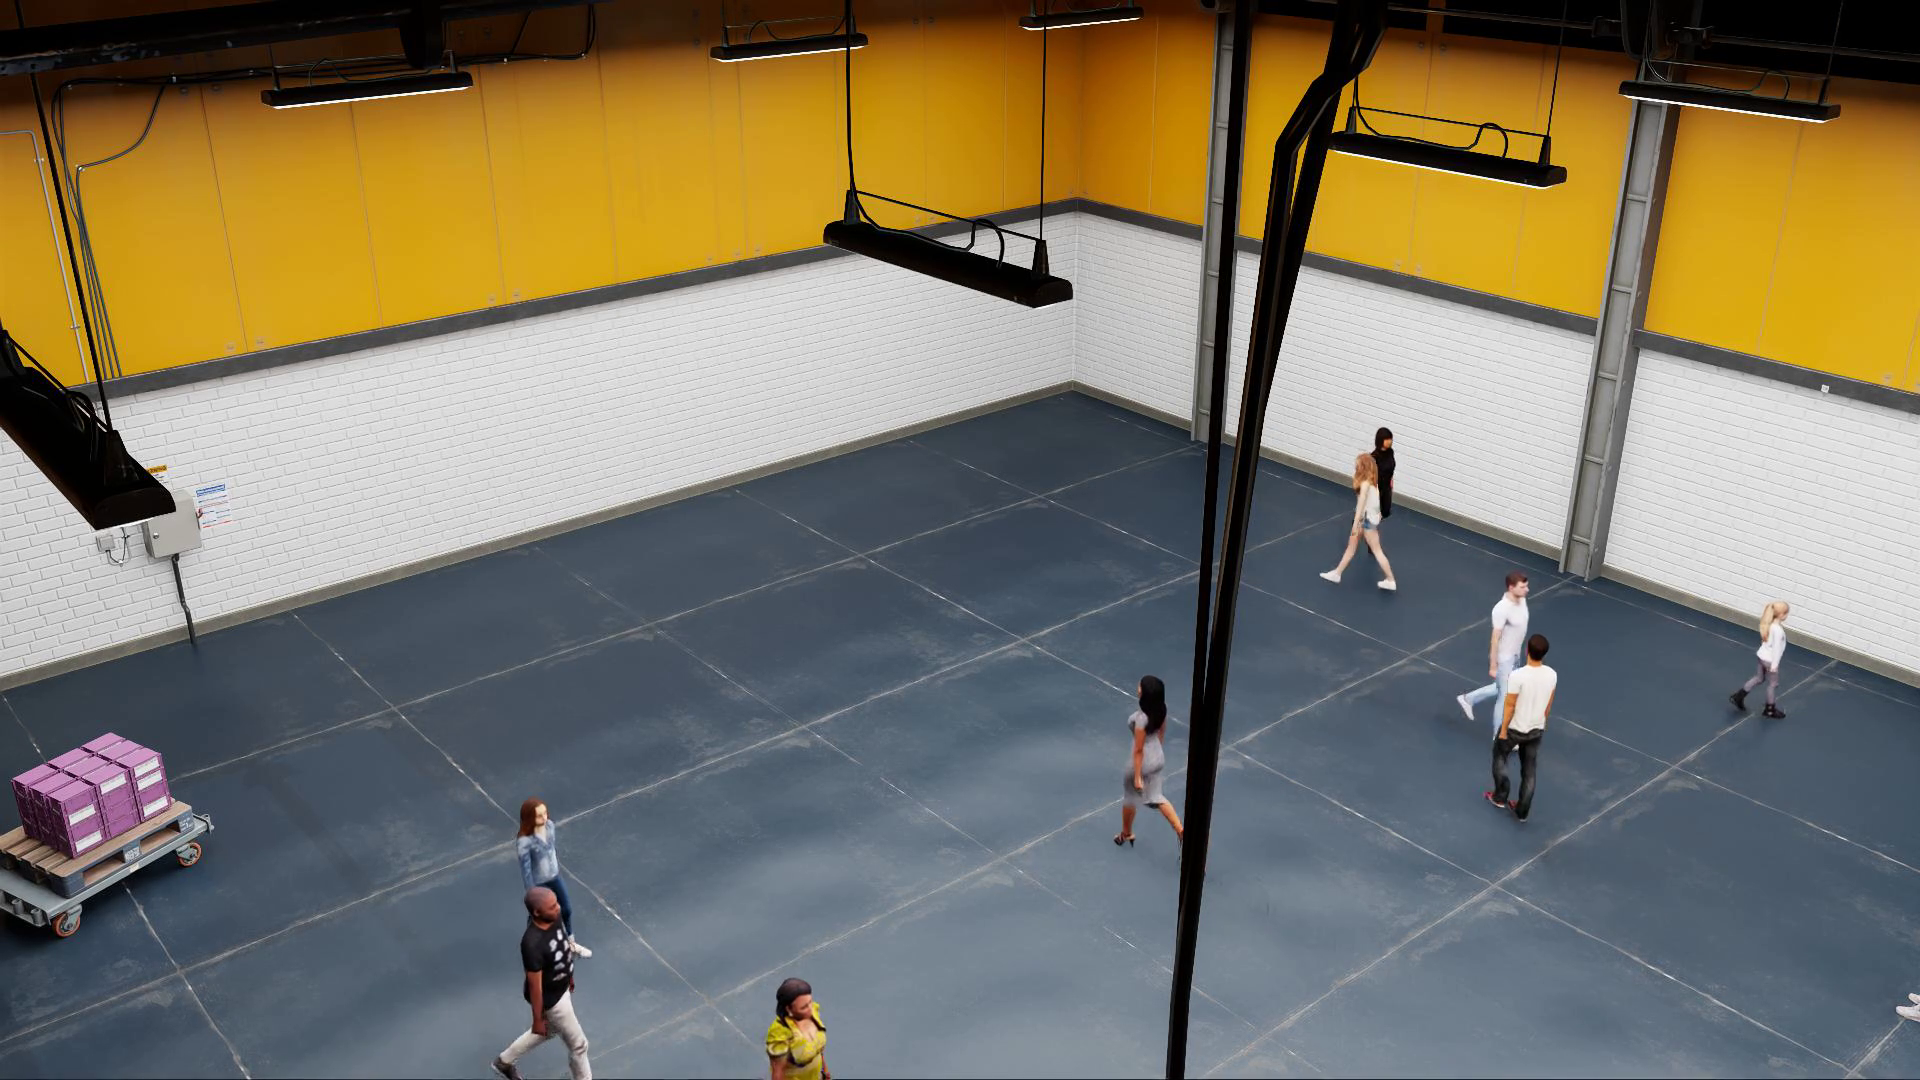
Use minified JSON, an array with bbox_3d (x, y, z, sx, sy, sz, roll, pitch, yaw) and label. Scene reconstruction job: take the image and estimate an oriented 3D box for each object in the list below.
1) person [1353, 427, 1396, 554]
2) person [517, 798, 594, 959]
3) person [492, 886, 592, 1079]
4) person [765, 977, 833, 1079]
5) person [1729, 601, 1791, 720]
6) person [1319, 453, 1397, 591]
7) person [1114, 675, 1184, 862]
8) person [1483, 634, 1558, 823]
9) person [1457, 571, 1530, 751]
[{"bbox_3d":[5.068,-0.630,20.329,0.614,1.626,0.841,-16,28,-32],"label":"person"},{"bbox_3d":[-3.333,2.645,13.044,0.870,1.461,0.761,12,26,25],"label":"person"},{"bbox_3d":[-2.906,3.151,11.500,1.226,1.771,1.177,1,24,3],"label":"person"},{"bbox_3d":[-1.136,3.528,10.832,1.440,1.615,1.167,9,25,20],"label":"person"},{"bbox_3d":[8.031,1.186,16.622,0.832,1.269,0.782,1,24,2],"label":"person"},{"bbox_3d":[4.803,-0.180,19.217,1.208,1.693,1.003,11,26,23],"label":"person"},{"bbox_3d":[1.673,1.976,14.205,0.629,1.758,1.051,-21,32,-40],"label":"person"},{"bbox_3d":[5.052,1.707,14.781,0.815,1.789,0.867,-5,24,-11],"label":"person"},{"bbox_3d":[5.198,1.115,16.082,1.010,1.832,0.759,19,30,37],"label":"person"}]
